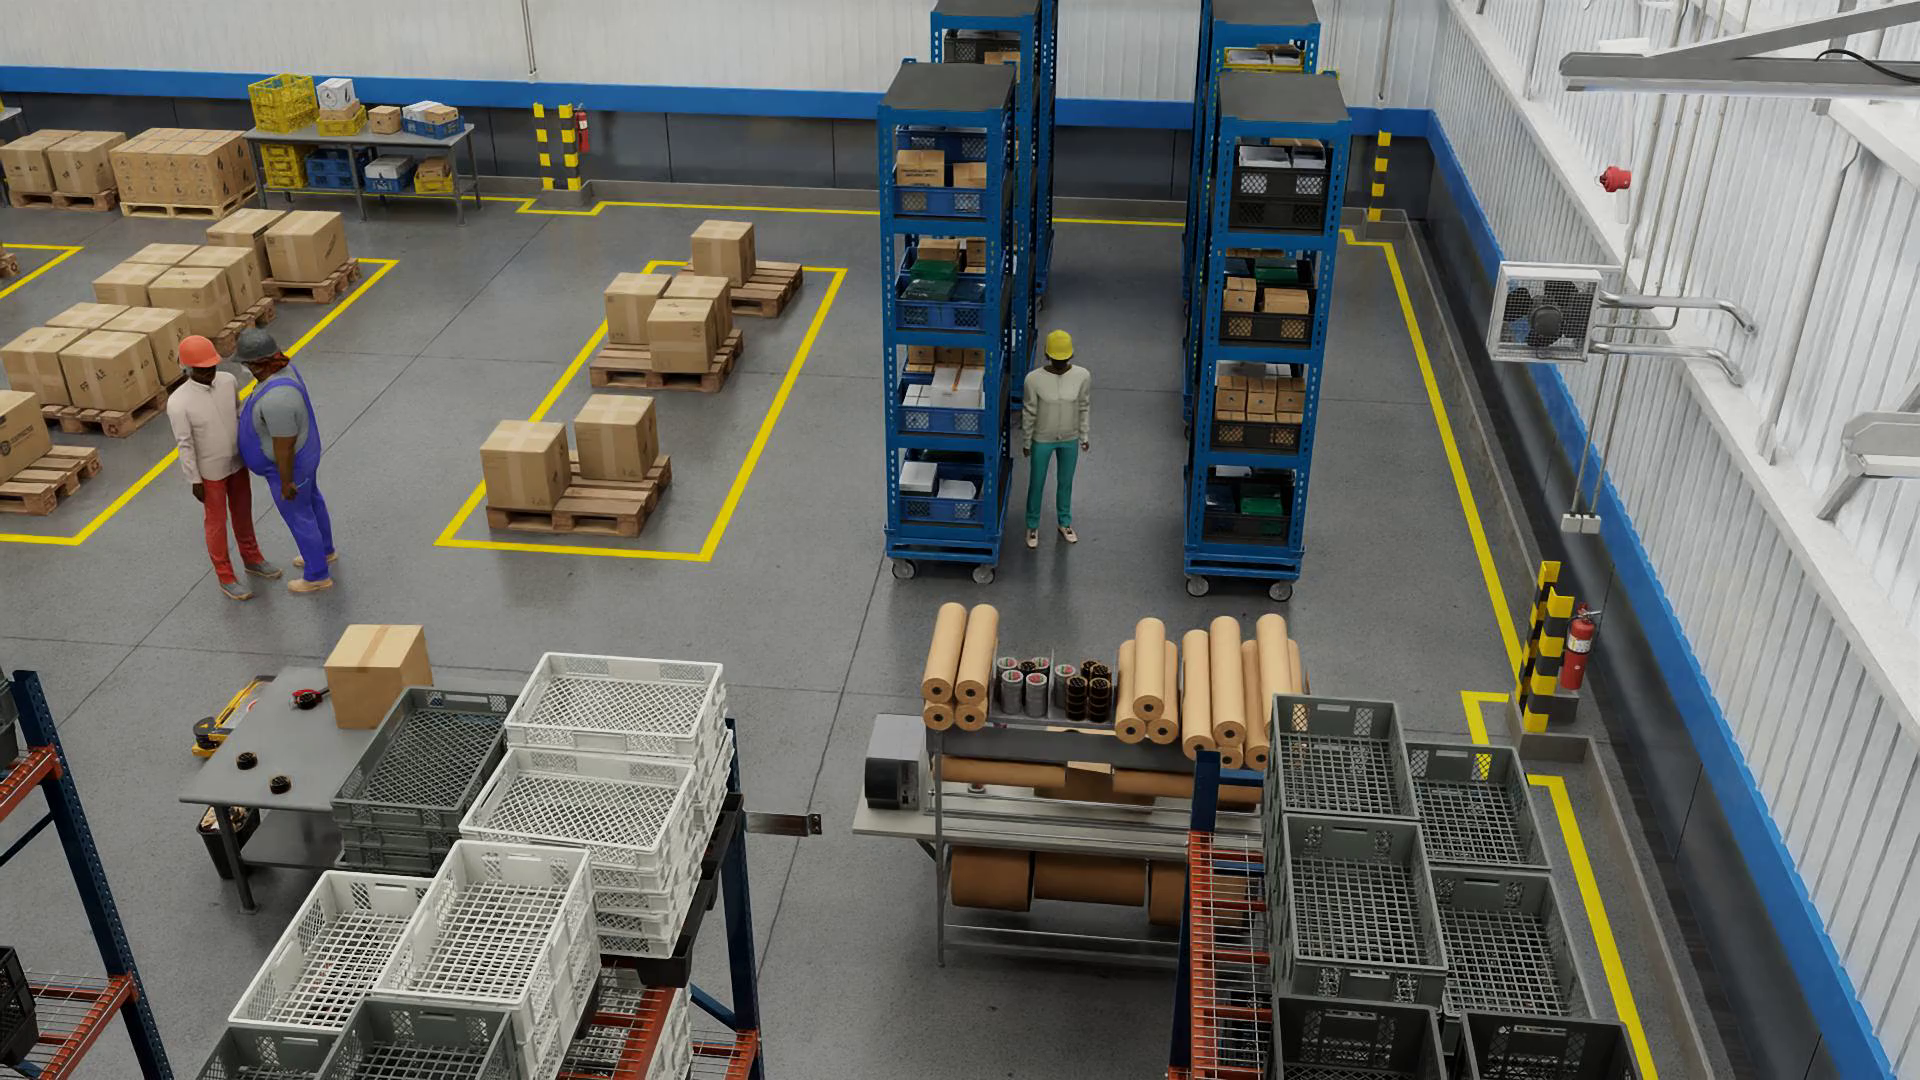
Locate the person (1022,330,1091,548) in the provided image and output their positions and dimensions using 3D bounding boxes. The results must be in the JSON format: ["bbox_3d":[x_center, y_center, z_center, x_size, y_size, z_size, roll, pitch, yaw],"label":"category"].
[{"bbox_3d":[0.724,-0.758,12.486,0.530,1.767,0.326,-7,31,-11],"label":"person"}]

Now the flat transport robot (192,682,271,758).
[{"bbox_3d":[-4.089,1.163,10.648,1.431,0.197,0.652,3,30,6],"label":"flat transport robot"}]

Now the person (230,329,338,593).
[{"bbox_3d":[-4.861,-0.589,11.925,0.536,2.000,0.682,-6,31,-11],"label":"person"}]

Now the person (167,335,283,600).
[{"bbox_3d":[-5.265,-0.539,11.886,0.393,1.993,0.610,12,32,20],"label":"person"}]
